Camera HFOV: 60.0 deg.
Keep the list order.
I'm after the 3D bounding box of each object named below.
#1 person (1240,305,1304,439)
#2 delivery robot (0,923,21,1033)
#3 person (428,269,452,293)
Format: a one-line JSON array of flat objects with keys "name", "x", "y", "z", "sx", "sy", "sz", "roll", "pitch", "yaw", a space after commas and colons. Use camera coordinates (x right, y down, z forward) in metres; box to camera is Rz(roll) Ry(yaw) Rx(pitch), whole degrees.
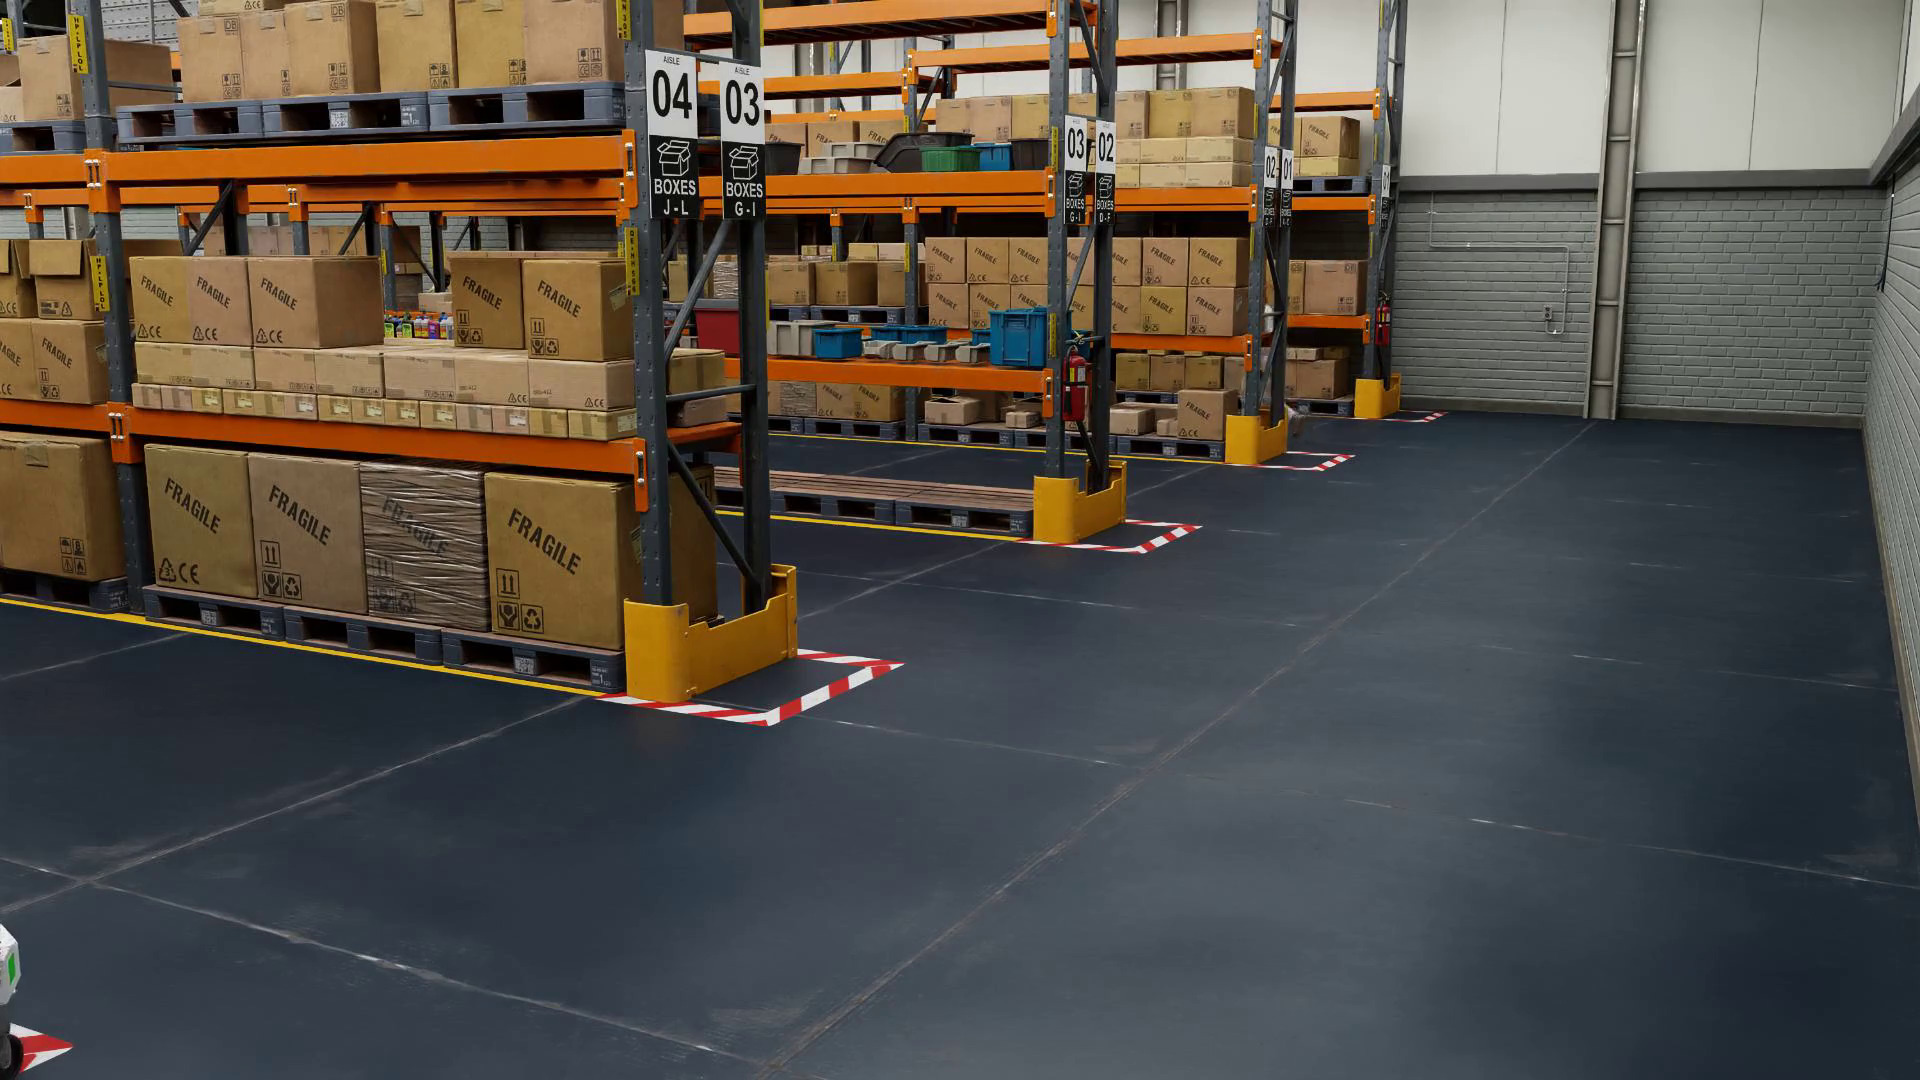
[{"name": "person", "x": 3.456, "y": -2.004, "z": 18.780, "sx": 0.778, "sy": 1.858, "sz": 0.592, "roll": 6, "pitch": 12, "yaw": 30}, {"name": "delivery robot", "x": -2.931, "y": 1.227, "z": 4.452, "sx": 0.707, "sy": 0.478, "sz": 0.477, "roll": -10, "pitch": 14, "yaw": -42}, {"name": "person", "x": -7.959, "y": -3.269, "z": 25.725, "sx": 0.429, "sy": 1.838, "sz": 0.634, "roll": 1, "pitch": 10, "yaw": 4}]
